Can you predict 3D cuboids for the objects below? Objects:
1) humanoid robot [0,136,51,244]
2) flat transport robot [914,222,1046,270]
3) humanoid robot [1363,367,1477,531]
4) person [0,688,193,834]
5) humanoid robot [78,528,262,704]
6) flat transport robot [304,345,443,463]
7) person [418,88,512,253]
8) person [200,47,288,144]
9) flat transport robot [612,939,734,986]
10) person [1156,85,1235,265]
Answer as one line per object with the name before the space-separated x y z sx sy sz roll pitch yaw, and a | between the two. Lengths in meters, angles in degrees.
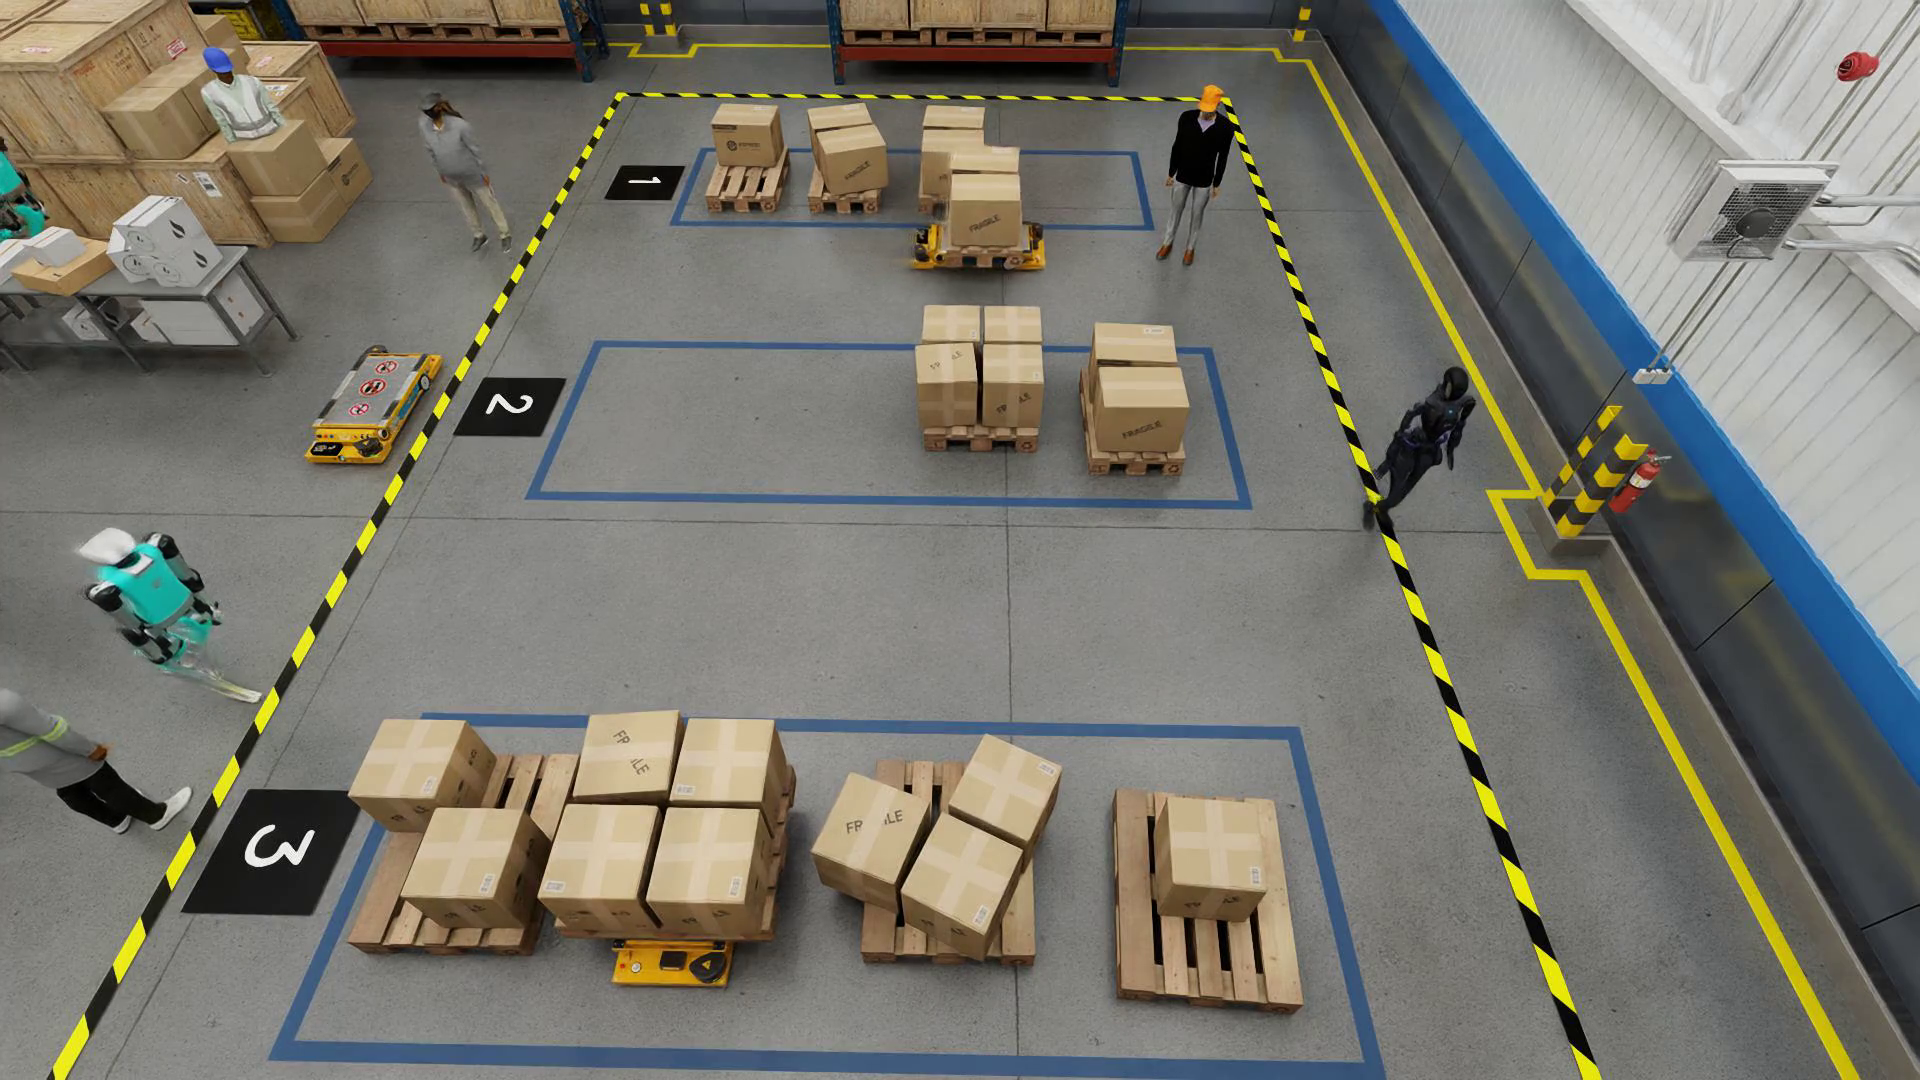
humanoid robot | -9.505 -3.282 9.171 0.968 1.731 0.546 -2 50 -2
flat transport robot | 0.217 -3.258 10.106 1.431 0.197 0.652 1 50 1
humanoid robot | 3.521 -0.672 7.017 0.614 1.646 0.363 -8 50 -6
person | -5.324 1.183 5.331 0.589 1.848 0.403 0 50 0
humanoid robot | -5.194 0.574 5.989 0.833 1.871 0.548 10 50 8
flat transport robot | -5.383 -1.269 8.441 0.659 0.231 1.431 1 50 1
person | -5.230 -3.876 9.662 0.565 1.769 0.396 3 50 3
person | -7.562 -4.329 9.939 0.602 1.939 0.412 -34 58 -25
flat transport robot | -1.659 1.971 5.681 0.652 0.197 1.431 1 50 1
person | 2.429 -3.758 9.493 0.584 1.880 0.376 19 52 16
